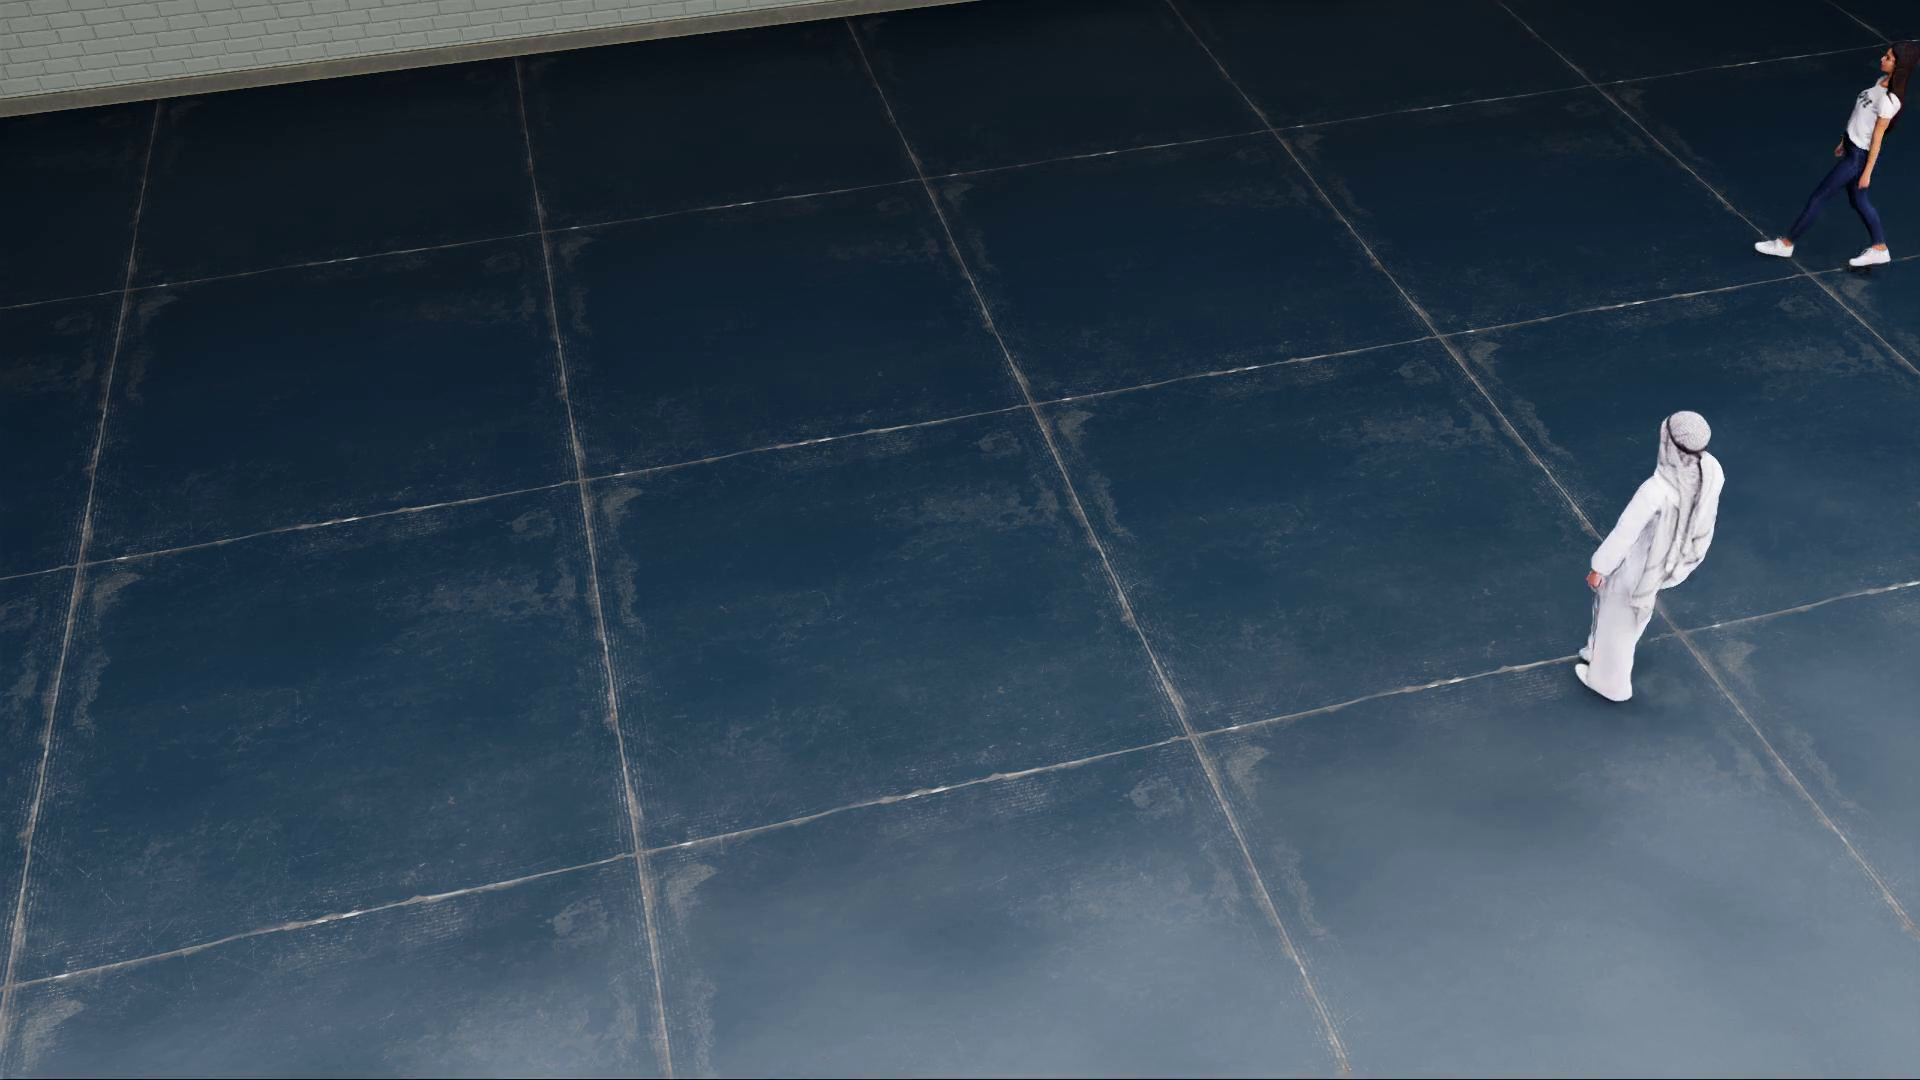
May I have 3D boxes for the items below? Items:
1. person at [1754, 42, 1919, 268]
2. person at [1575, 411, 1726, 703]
[{"bbox_3d":[6.455,-2.669,11.774,1.114,1.734,1.143,15,45,16],"label":"person"},{"bbox_3d":[3.615,0.167,8.605,0.829,1.915,0.889,-24,48,-23],"label":"person"}]
